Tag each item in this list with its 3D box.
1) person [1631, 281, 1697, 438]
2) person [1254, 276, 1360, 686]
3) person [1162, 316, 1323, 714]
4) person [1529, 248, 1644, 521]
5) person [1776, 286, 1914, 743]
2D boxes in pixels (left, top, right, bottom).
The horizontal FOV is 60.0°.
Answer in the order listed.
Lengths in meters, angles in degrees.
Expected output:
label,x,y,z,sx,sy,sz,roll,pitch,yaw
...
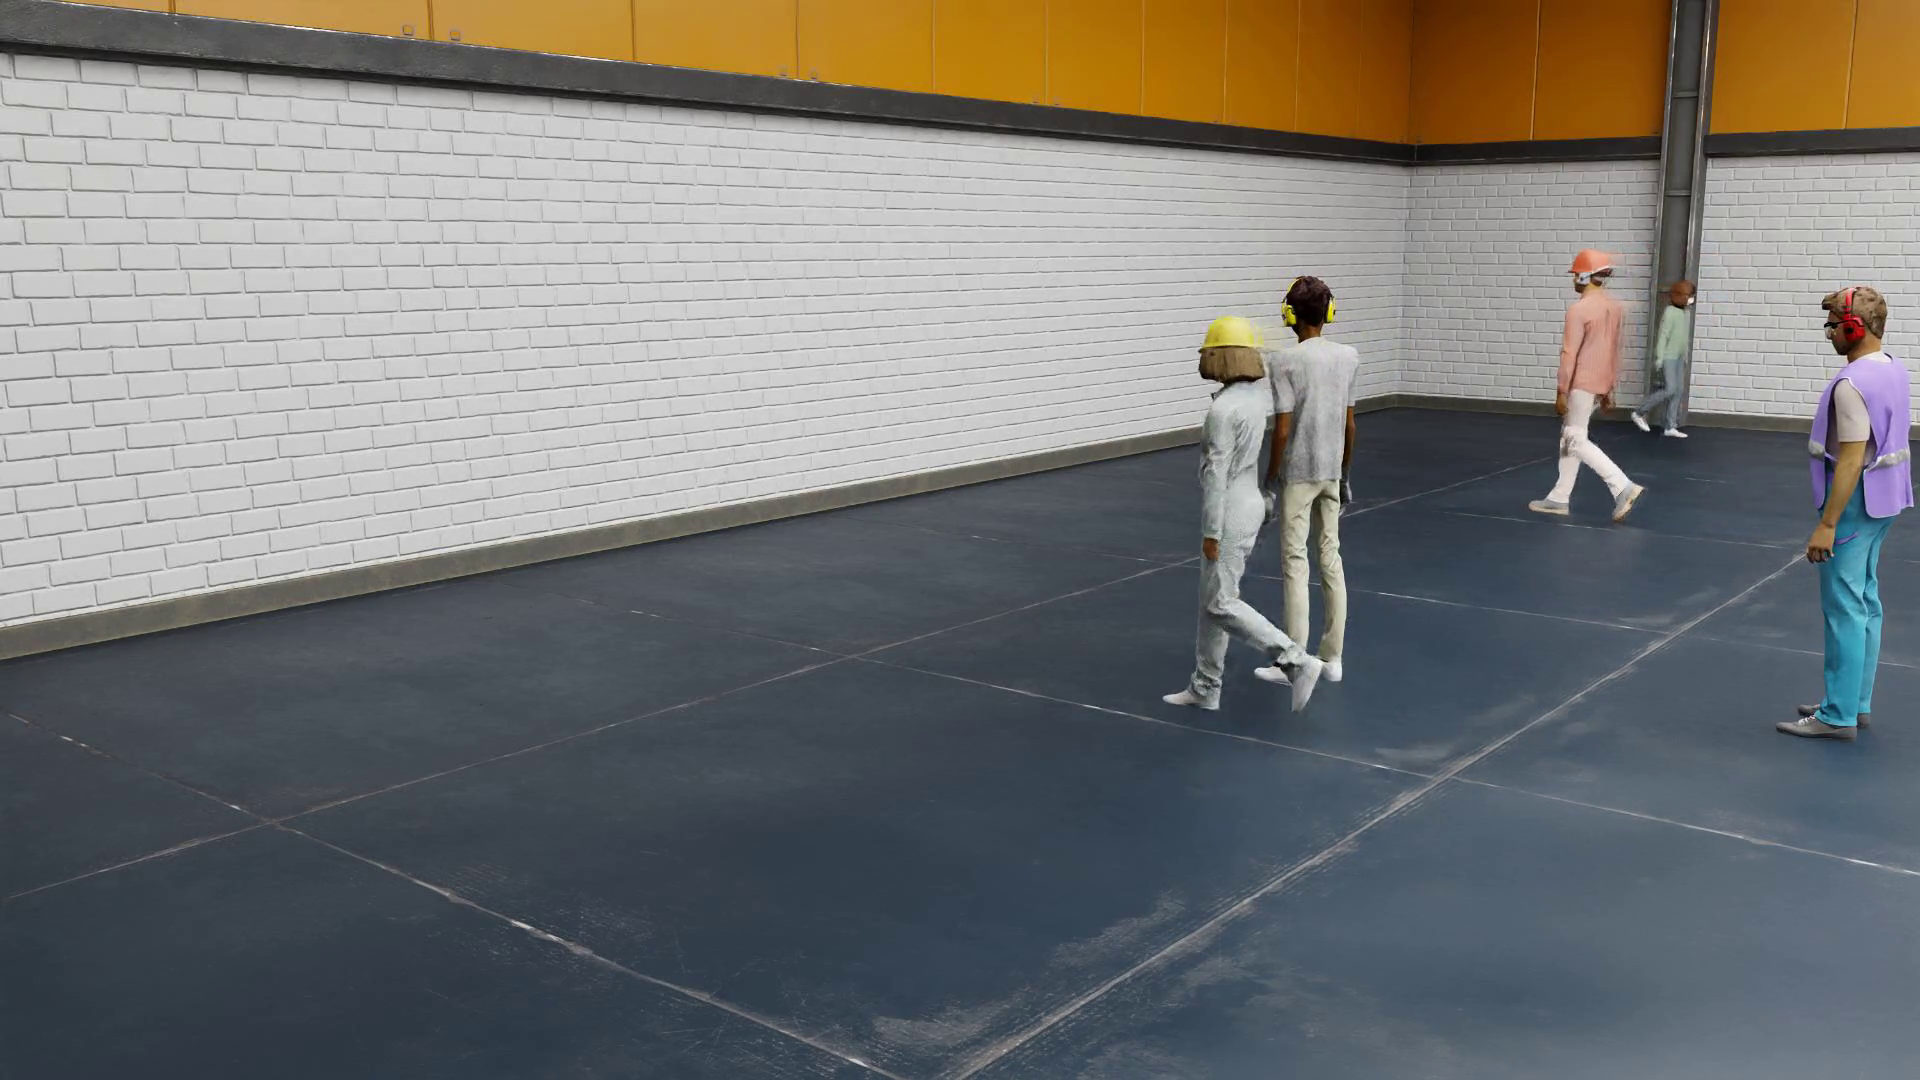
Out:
label,x,y,z,sx,sy,sz,roll,pitch,yaw
person,7.269,-1.859,17.102,0.545,1.610,0.471,-10,14,-43
person,1.570,-0.258,7.557,0.518,1.865,0.330,-5,12,-28
person,1.210,-0.082,7.013,0.662,1.717,0.495,5,11,27
person,4.581,-1.117,12.032,0.624,1.967,0.851,-9,14,-41
person,3.612,-0.095,6.722,0.389,1.837,0.563,9,14,42
